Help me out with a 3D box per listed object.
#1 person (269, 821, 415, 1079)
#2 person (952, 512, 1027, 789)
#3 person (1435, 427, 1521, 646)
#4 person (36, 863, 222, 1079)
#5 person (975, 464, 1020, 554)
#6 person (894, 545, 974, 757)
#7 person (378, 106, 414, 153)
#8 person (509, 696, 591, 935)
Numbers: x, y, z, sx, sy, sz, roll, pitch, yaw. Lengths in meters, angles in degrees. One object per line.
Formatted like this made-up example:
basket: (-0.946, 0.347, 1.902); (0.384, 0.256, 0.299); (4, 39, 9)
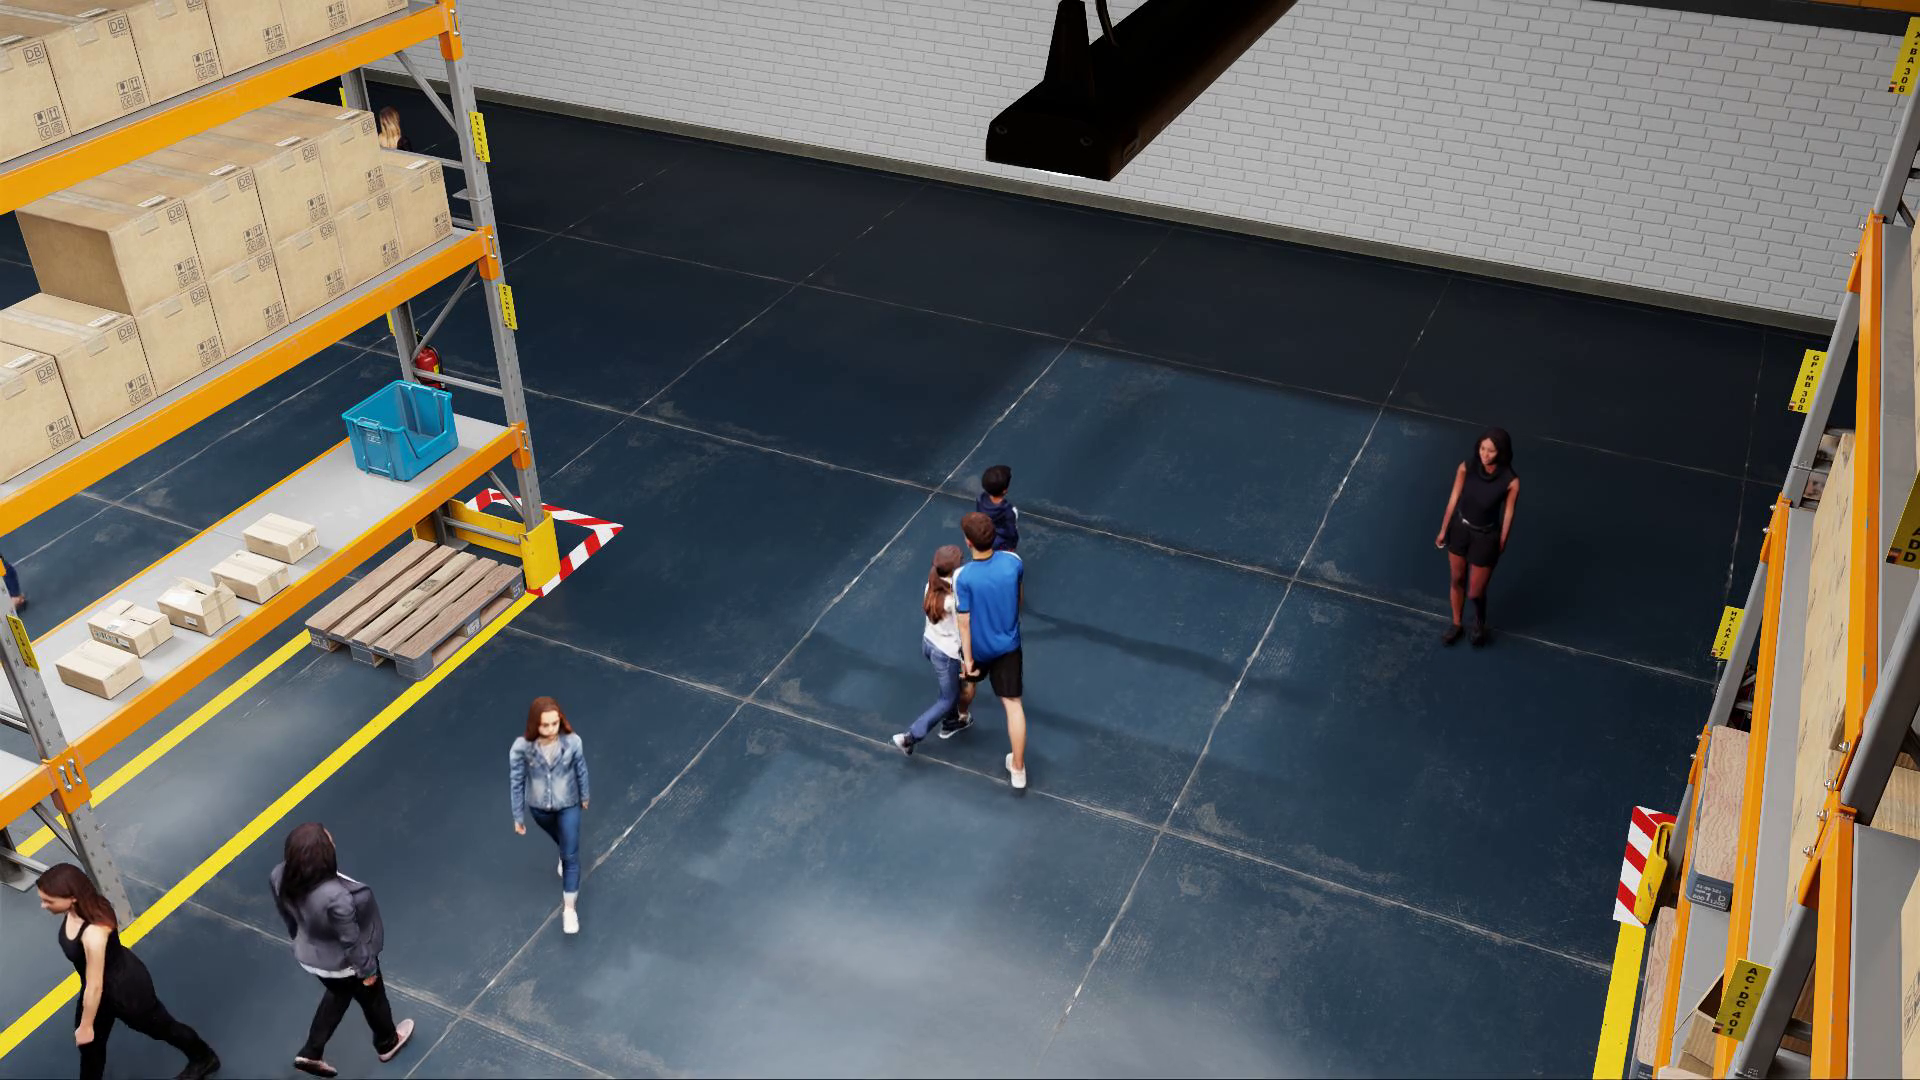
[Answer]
person: (-3.212, 2.121, 8.410); (0.736, 1.582, 0.859); (20, 39, 27)
person: (0.228, 0.709, 10.326); (1.282, 1.812, 1.301); (-12, 36, -18)
person: (3.601, -0.036, 11.526); (0.669, 1.725, 0.693); (25, 41, 33)
person: (-4.079, 2.201, 8.233); (1.147, 1.644, 0.836); (-28, 43, -35)
person: (0.218, 0.011, 11.921); (0.587, 1.209, 0.780); (22, 39, 29)
person: (-0.164, 0.741, 10.530); (0.784, 1.534, 1.014); (29, 43, 36)
person: (-5.661, -3.589, 16.914); (0.559, 1.677, 0.471); (12, 35, 17)
person: (-2.329, 1.455, 9.541); (0.918, 1.439, 1.096); (-4, 34, -6)
